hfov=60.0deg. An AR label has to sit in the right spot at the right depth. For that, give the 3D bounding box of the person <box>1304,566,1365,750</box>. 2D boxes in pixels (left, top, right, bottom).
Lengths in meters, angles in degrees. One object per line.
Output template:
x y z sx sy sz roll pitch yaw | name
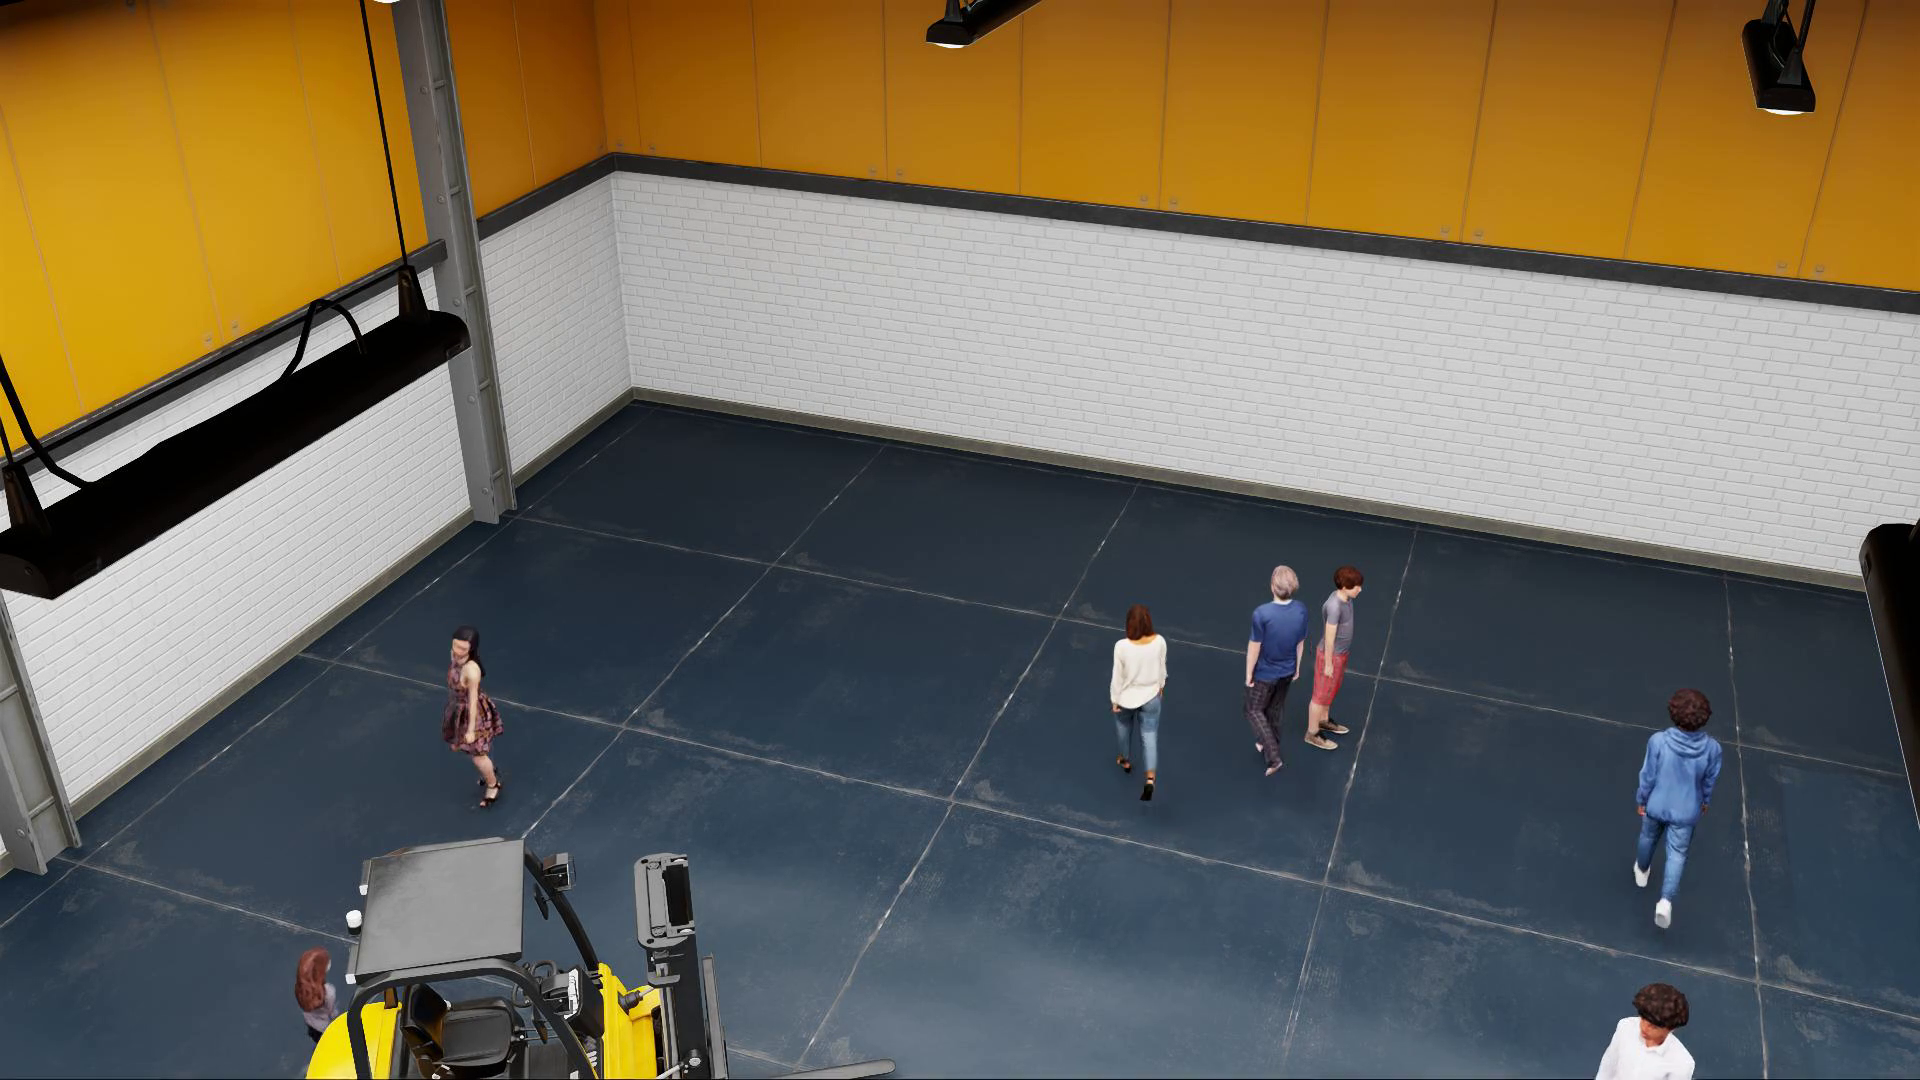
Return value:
3.075 0.940 13.748 0.671 1.648 0.523 16 32 26 | person

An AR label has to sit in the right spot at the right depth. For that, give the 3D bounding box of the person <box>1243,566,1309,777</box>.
2.528 1.099 13.246 0.938 1.849 1.023 -8 30 -15 | person

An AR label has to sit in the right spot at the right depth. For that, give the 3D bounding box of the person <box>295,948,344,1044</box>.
-4.045 3.042 10.473 0.516 1.093 0.544 15 32 25 | person

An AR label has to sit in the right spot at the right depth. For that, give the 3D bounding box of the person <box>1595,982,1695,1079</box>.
3.898 3.202 9.444 0.796 1.798 0.740 -13 31 -23 | person

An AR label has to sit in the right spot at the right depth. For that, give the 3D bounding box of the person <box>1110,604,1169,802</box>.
1.426 1.283 13.104 0.892 1.662 1.114 -3 29 -5 | person

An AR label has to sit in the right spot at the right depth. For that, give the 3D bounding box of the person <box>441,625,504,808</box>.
-3.779 1.388 12.842 0.873 1.728 0.838 -12 31 -22 | person

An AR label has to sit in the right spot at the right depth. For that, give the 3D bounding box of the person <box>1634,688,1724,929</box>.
5.080 1.909 11.831 0.721 1.783 1.093 12 31 21 | person
